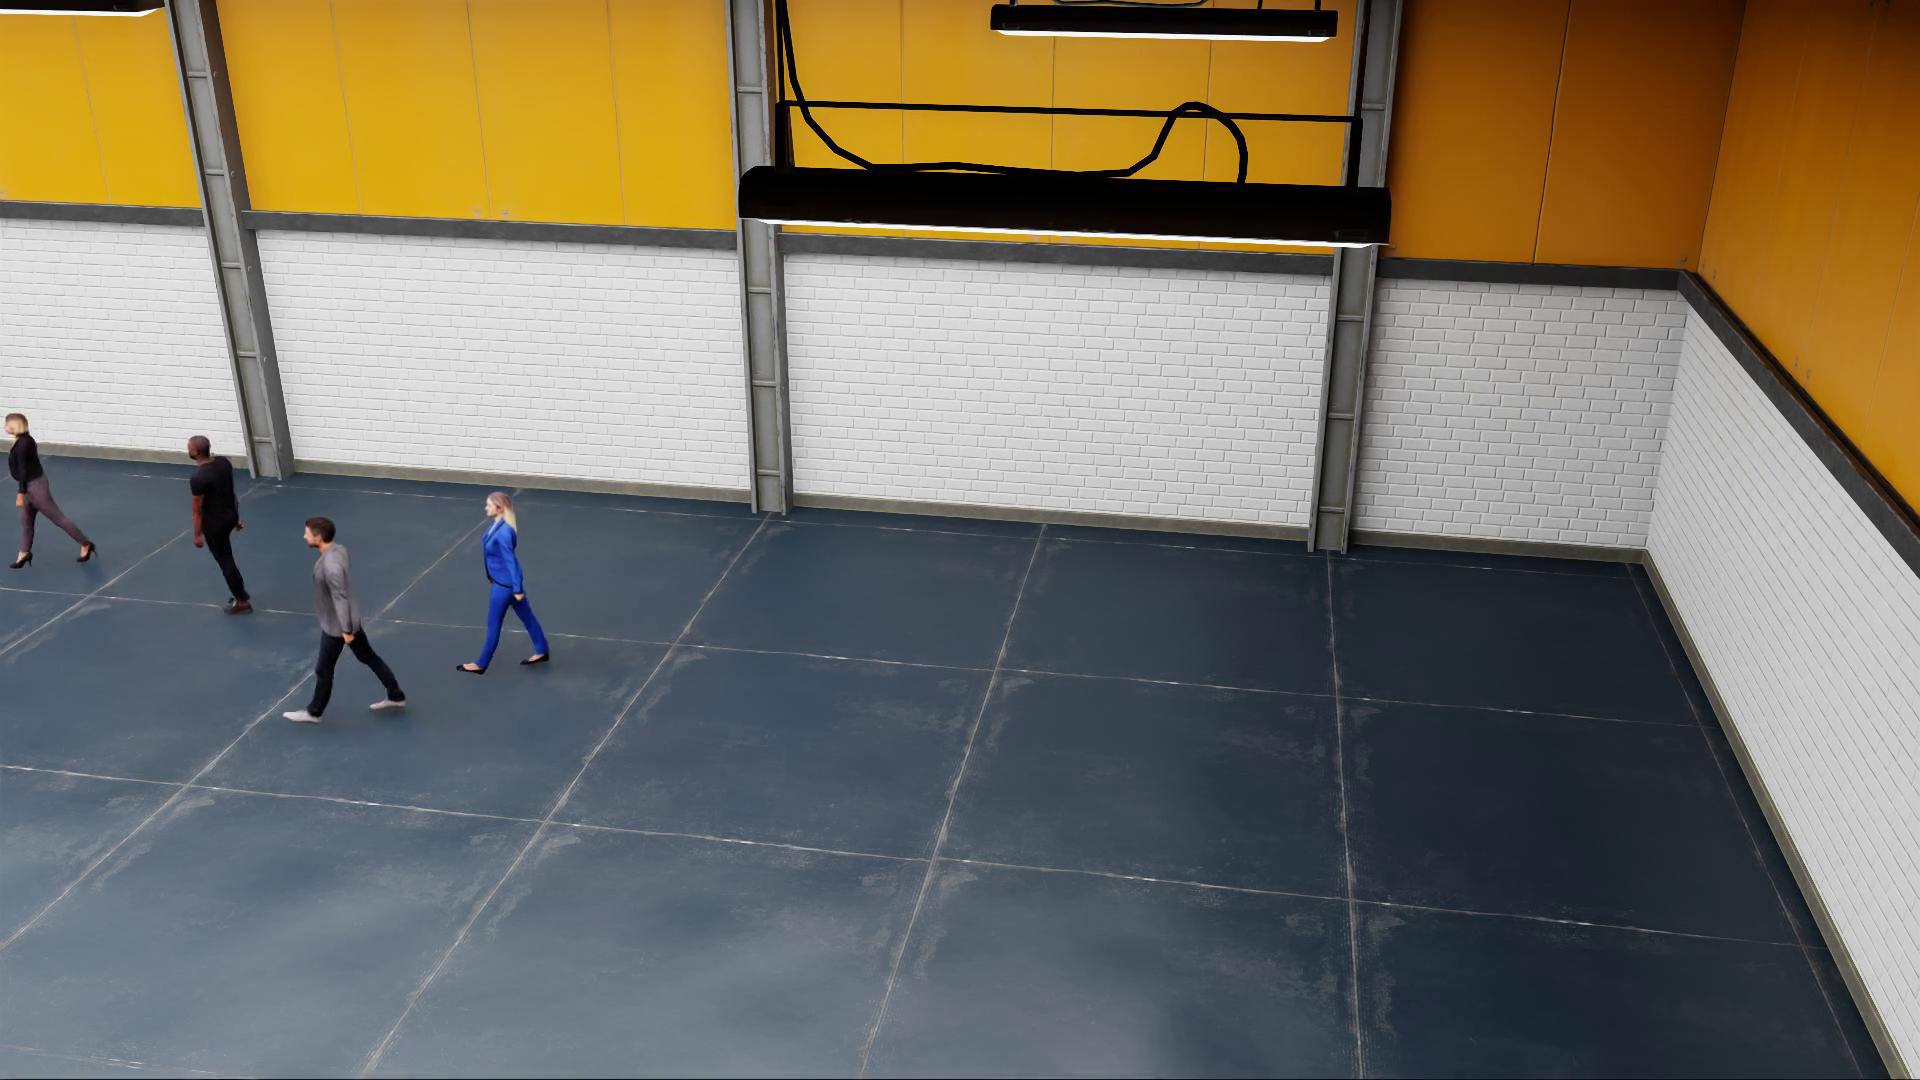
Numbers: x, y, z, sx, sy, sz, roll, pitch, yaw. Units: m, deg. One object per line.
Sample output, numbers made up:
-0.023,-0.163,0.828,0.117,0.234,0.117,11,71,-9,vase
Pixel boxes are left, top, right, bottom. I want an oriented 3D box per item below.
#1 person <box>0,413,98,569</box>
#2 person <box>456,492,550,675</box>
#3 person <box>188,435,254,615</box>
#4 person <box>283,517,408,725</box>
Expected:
-9.107,-0.465,16.610,1.100,1.618,0.974,-12,26,-25,person
-3.877,0.373,14.631,1.159,1.667,0.981,-9,25,-19,person
-6.860,-0.127,15.598,0.628,1.809,0.669,5,24,11,person
-5.020,0.682,13.733,1.309,1.820,1.005,-4,24,-10,person
